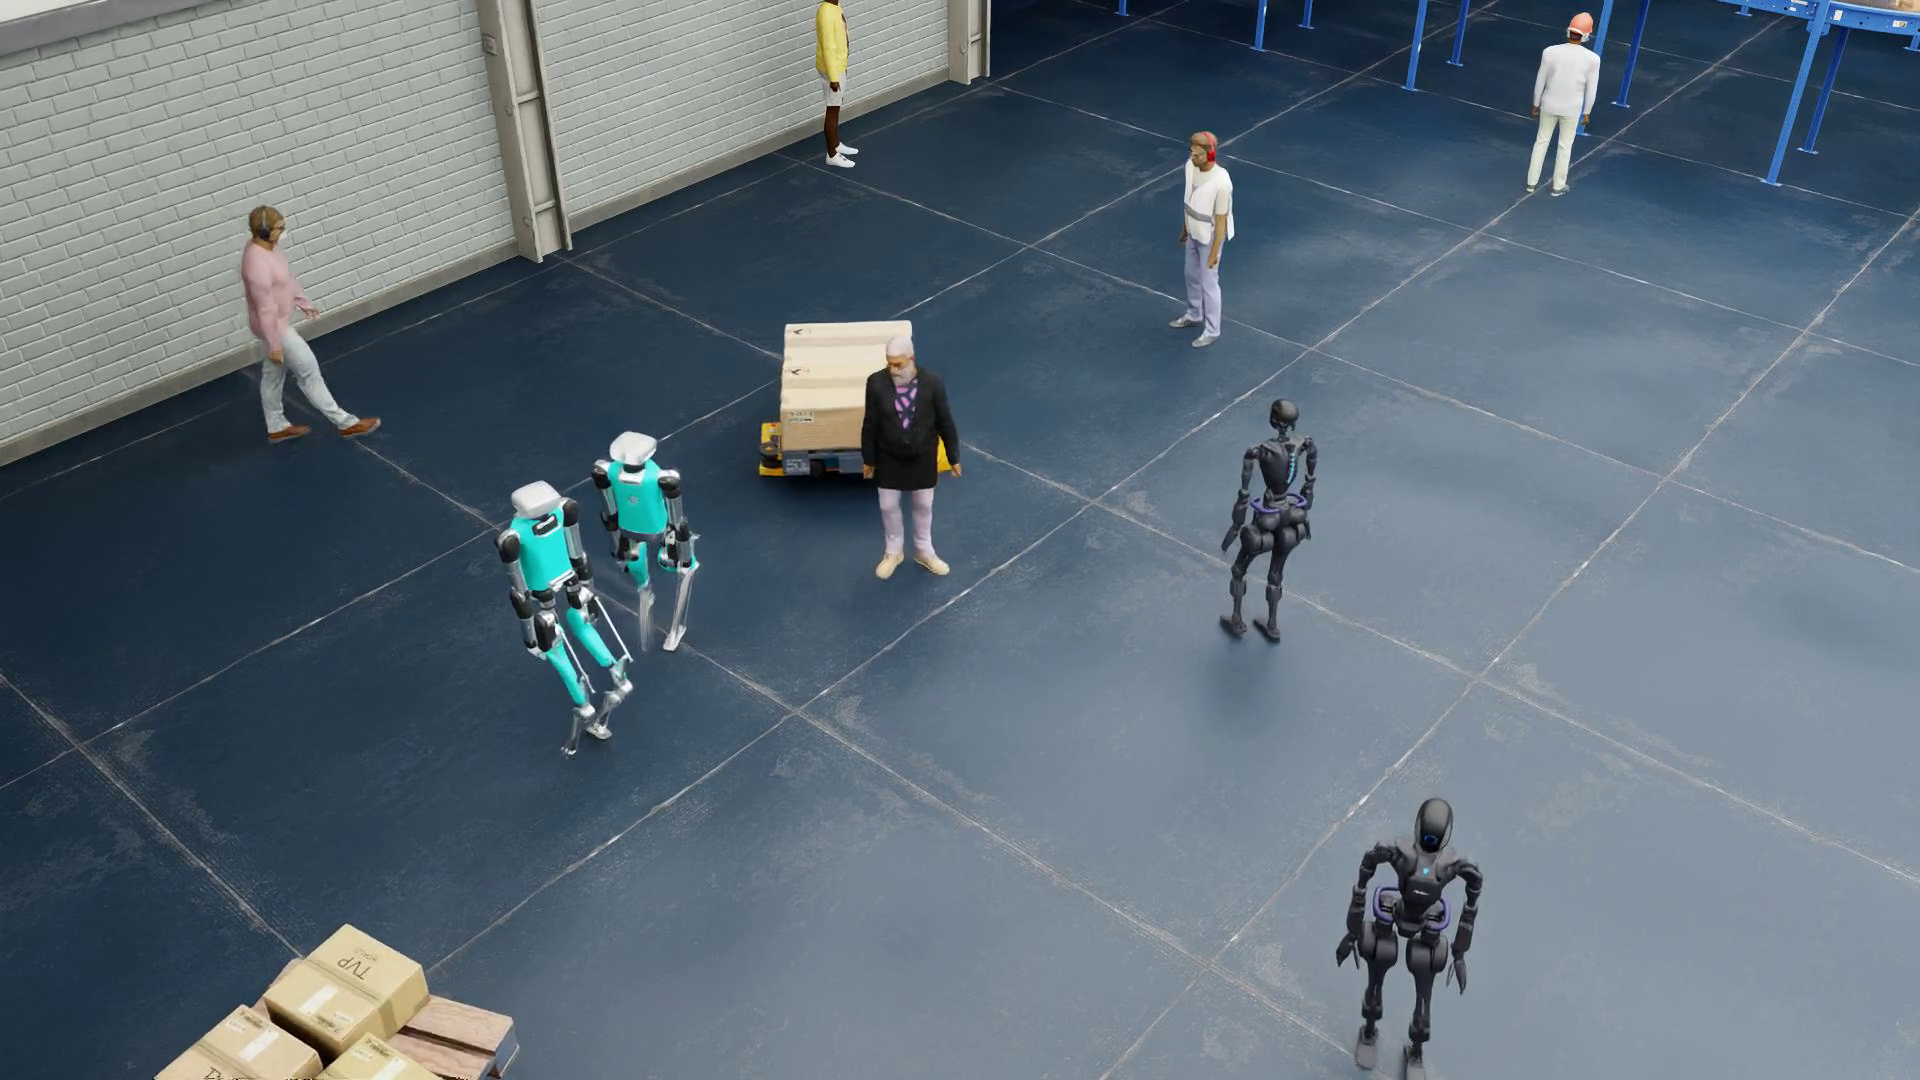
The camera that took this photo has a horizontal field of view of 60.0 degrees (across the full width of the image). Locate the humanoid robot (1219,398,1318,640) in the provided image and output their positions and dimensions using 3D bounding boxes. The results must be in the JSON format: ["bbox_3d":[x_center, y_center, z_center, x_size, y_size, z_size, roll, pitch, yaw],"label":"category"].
[{"bbox_3d":[1.931,-0.109,10.328,0.613,1.638,0.389,-14,38,-19],"label":"humanoid robot"}]

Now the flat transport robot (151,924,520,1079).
[{"bbox_3d":[-2.790,2.664,7.647,0.659,0.231,1.431,11,37,14],"label":"flat transport robot"}]

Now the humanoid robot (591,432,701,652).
[{"bbox_3d":[-1.818,0.024,10.153,0.546,1.833,0.791,6,36,9],"label":"humanoid robot"}]

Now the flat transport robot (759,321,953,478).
[{"bbox_3d":[-0.772,-0.742,12.429,1.431,0.231,0.659,-2,36,-3],"label":"flat transport robot"}]

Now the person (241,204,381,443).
[{"bbox_3d":[-4.858,-1.573,12.200,0.931,1.896,0.664,-11,37,-15],"label":"person"}]

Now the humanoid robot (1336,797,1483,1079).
[{"bbox_3d":[2.040,1.827,7.601,0.591,1.652,0.337,8,36,11],"label":"humanoid robot"}]

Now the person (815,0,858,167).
[{"bbox_3d":[-1.244,-4.684,16.561,0.376,1.899,0.542,2,36,3],"label":"person"}]

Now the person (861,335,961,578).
[{"bbox_3d":[-0.320,-0.534,10.789,0.626,1.840,0.394,1,35,1],"label":"person"}]

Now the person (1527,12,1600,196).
[{"bbox_3d":[5.798,-4.189,15.989,0.572,1.748,0.341,20,40,25],"label":"person"}]

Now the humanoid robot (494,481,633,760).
[{"bbox_3d":[-2.141,0.538,9.394,0.669,1.825,0.540,24,42,30],"label":"humanoid robot"}]

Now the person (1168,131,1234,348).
[{"bbox_3d":[1.981,-2.444,13.480,0.423,1.825,0.560,-14,38,-18],"label":"person"}]
